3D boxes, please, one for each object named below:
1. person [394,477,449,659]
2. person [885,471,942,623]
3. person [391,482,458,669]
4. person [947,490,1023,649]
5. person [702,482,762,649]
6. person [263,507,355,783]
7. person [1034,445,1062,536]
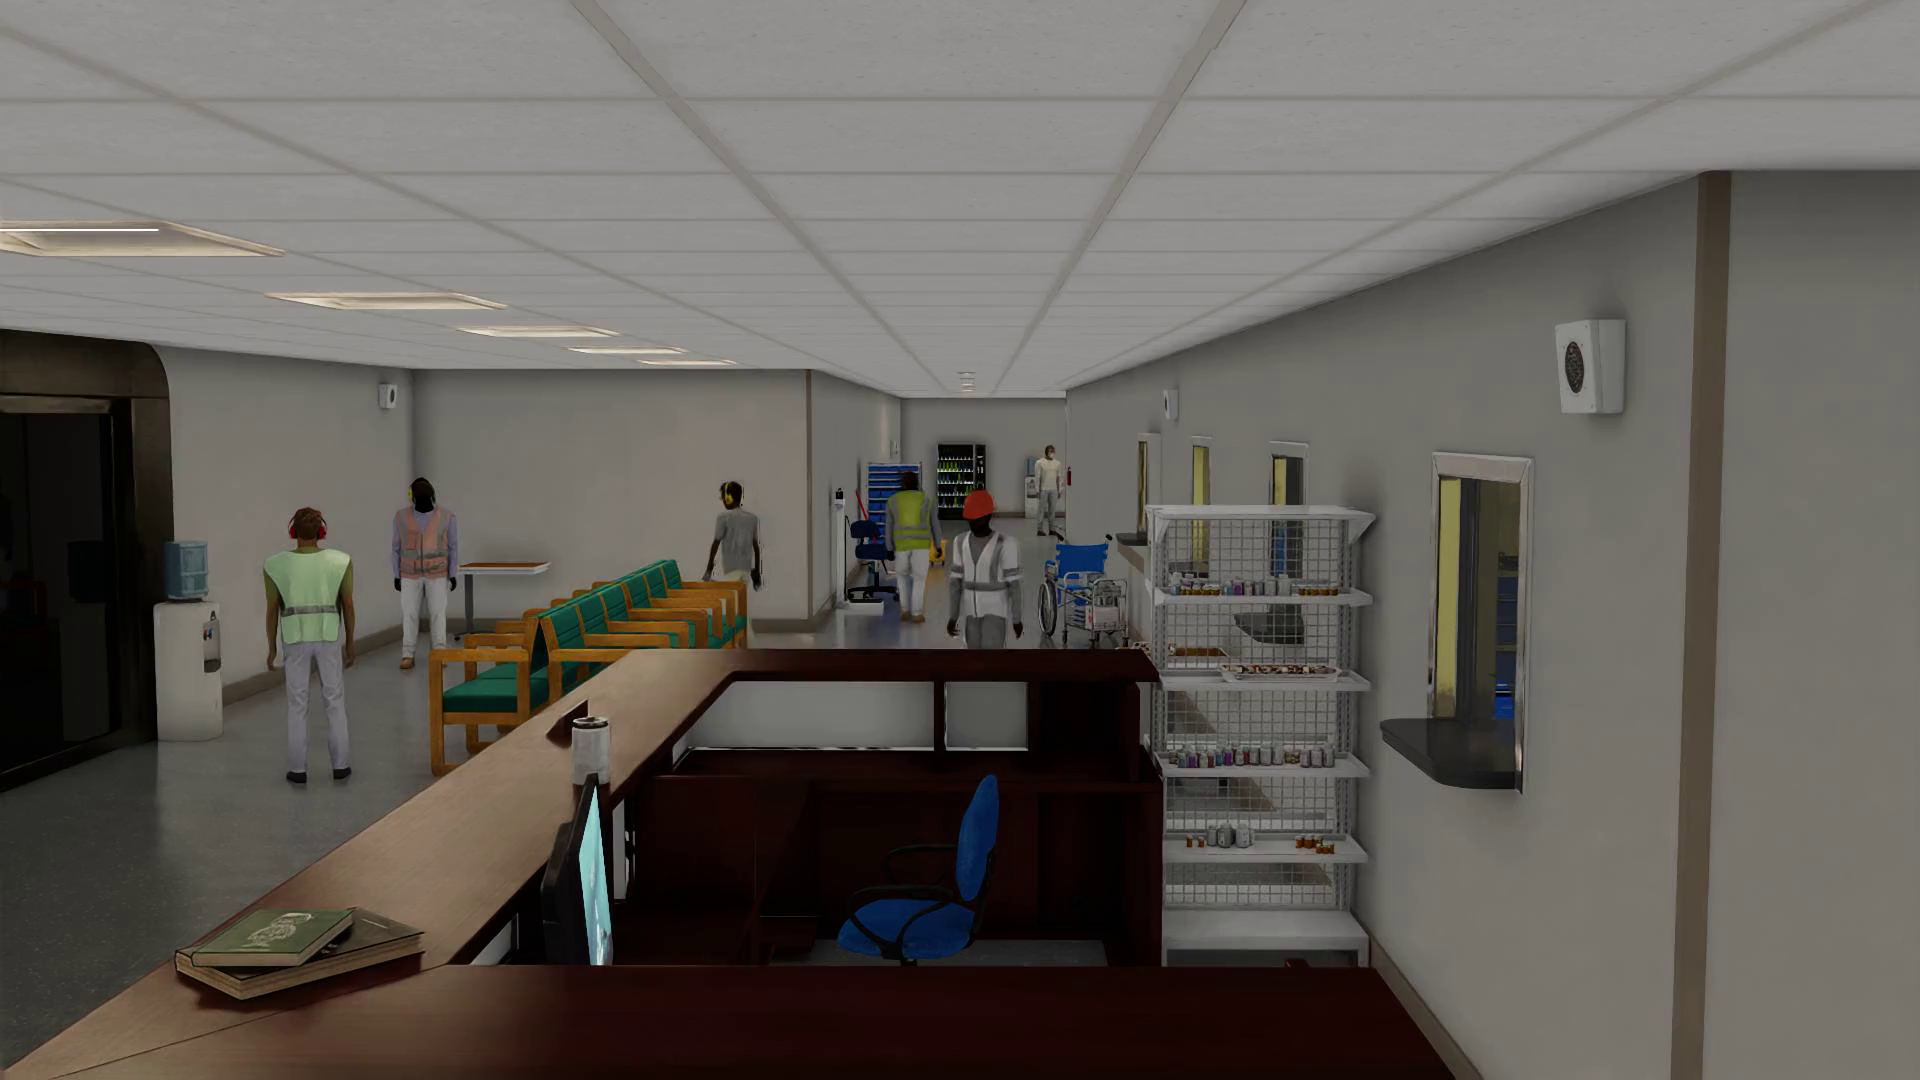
[{"bbox_3d":[-5.433,0.299,16.768,0.526,1.861,0.321,-2,4,-20],"label":"person"},{"bbox_3d":[-0.552,0.086,20.010,0.684,1.827,0.539,0,4,6],"label":"person"},{"bbox_3d":[-5.235,0.346,16.270,0.624,1.837,0.430,-1,4,-11],"label":"person"},{"bbox_3d":[0.179,0.562,12.761,0.553,1.907,0.493,3,5,35],"label":"person"},{"bbox_3d":[-2.321,0.323,16.844,0.970,1.804,0.481,3,5,40],"label":"person"},{"bbox_3d":[-4.348,0.704,11.142,0.565,1.847,0.396,-2,4,-24],"label":"person"},{"bbox_3d":[1.861,-1.040,35.072,0.628,1.932,0.371,-2,4,-25],"label":"person"}]
